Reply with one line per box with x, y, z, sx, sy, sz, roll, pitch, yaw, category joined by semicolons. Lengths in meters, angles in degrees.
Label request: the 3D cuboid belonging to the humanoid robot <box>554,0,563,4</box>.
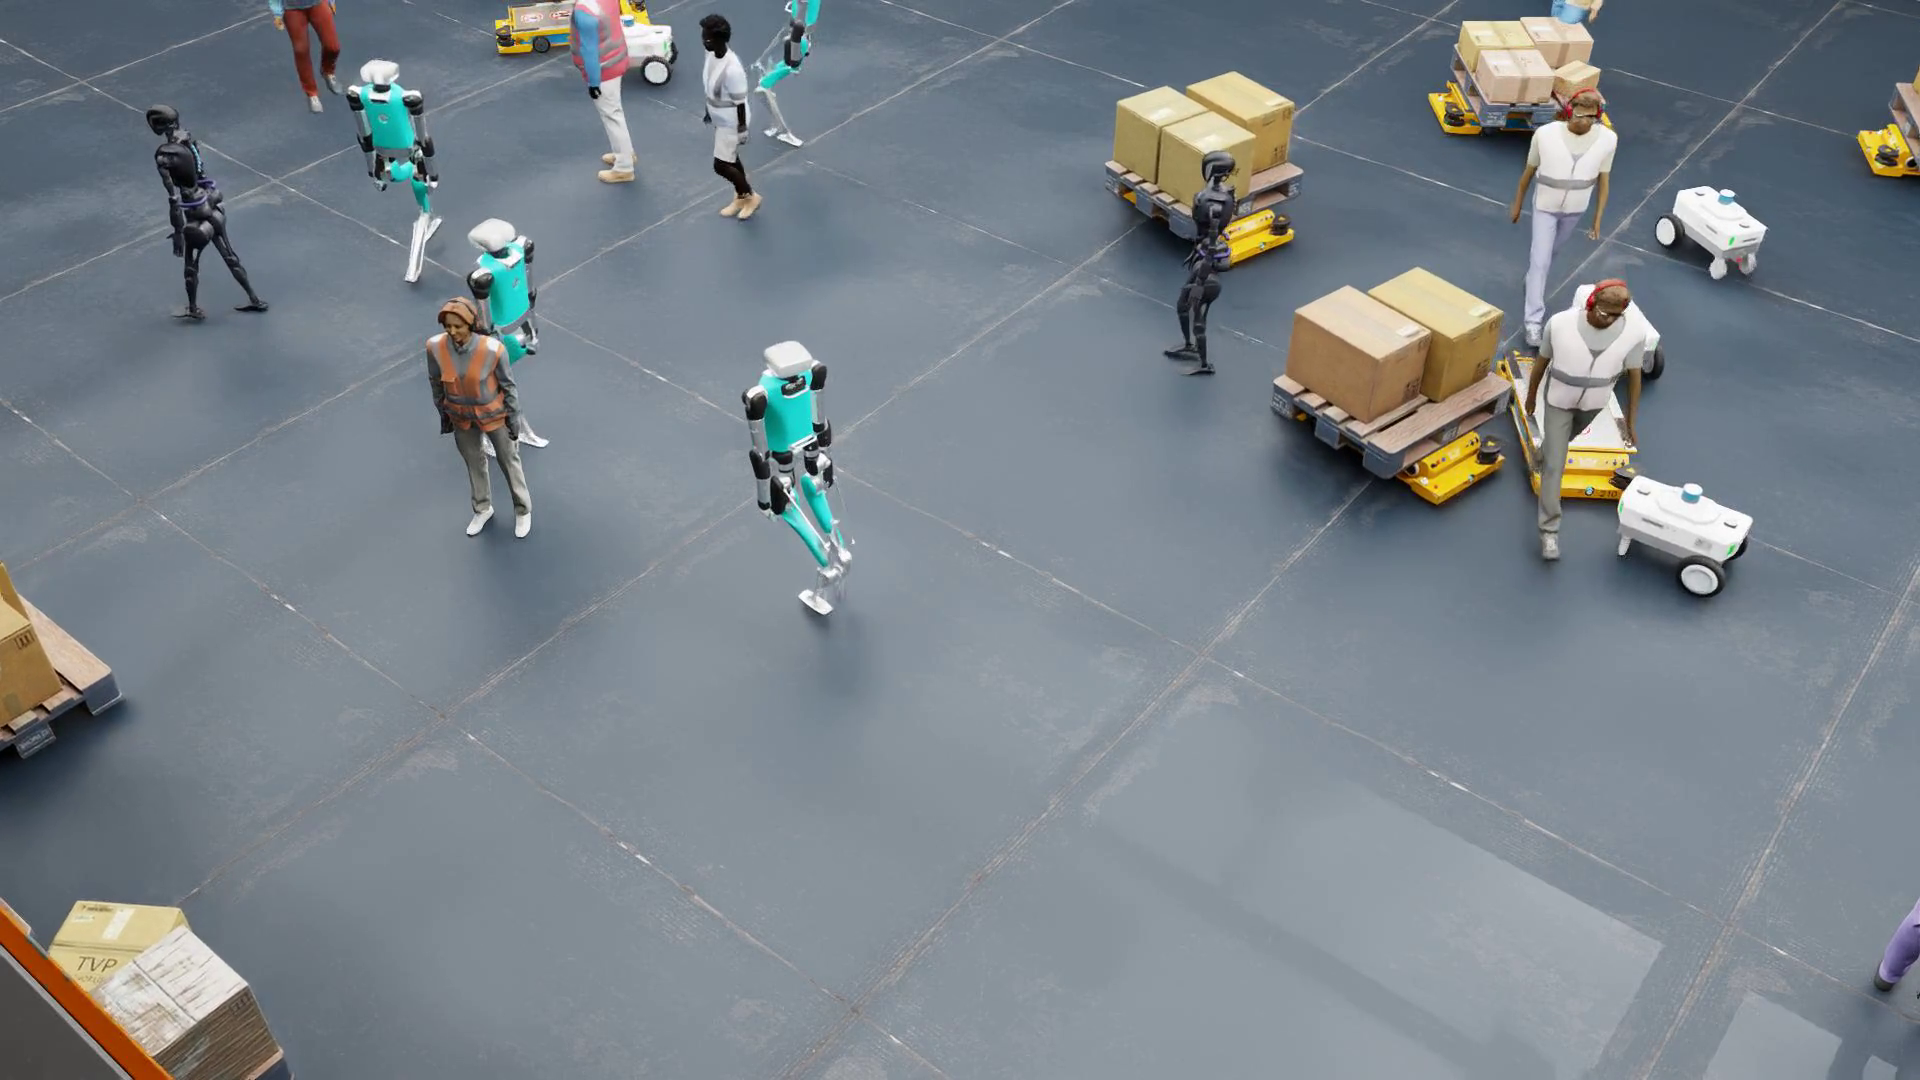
-3.795;-5.663;15.645;0.368;1.649;0.588;14;42;15;humanoid robot

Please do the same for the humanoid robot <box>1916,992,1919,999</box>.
4.230;1.923;6.744;0.526;1.645;0.586;-14;42;-16;humanoid robot

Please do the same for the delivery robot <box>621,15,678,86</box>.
-2.945;-4.457;15.114;0.796;0.612;0.499;0;40;0;delivery robot

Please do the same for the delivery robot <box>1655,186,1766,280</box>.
5.743;-2.389;12.665;0.499;0.592;0.774;-12;42;-14;delivery robot

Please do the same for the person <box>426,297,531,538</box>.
-2.843;-0.721;9.863;0.513;1.644;0.307;4;41;4;person

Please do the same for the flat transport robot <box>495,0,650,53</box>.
-3.694;-4.917;15.862;1.431;0.231;0.659;-9;41;-11;flat transport robot

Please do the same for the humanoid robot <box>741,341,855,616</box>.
-0.785;-0.186;9.241;0.543;1.890;0.716;-33;50;-32;humanoid robot

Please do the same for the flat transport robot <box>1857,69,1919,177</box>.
8.324;-3.204;13.847;1.431;0.231;0.659;7;41;8;flat transport robot

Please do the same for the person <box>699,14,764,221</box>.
-1.807;-3.226;12.784;0.376;1.683;0.536;-18;43;-20;person

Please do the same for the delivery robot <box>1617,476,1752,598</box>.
4.334;-0.062;9.940;0.778;0.607;0.524;26;47;27;delivery robot

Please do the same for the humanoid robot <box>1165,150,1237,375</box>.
1.638;-1.840;11.155;0.339;1.657;0.588;1;40;2;humanoid robot

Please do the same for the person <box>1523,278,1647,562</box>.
3.663;-0.796;9.849;0.601;1.780;1.001;2;40;2;person

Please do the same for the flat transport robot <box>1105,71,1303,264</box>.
1.922;-2.656;13.202;0.659;0.231;1.431;-24;46;-26;flat transport robot

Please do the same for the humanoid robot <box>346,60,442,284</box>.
-4.040;-2.826;12.304;0.567;1.748;1.048;2;40;2;humanoid robot

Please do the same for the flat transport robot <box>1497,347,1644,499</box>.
4.017;-0.785;11.001;0.659;0.231;1.431;3;40;3;flat transport robot

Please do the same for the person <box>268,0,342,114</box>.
-5.632;-4.597;14.256;0.573;1.861;0.465;-21;45;-23;person

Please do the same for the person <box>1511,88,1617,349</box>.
4.191;-2.311;11.622;0.570;1.792;0.979;1;40;2;person

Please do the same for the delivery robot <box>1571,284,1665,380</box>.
4.553;-1.441;11.562;0.510;0.607;0.778;-6;41;-7;delivery robot

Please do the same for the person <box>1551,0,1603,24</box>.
5.302;-4.730;14.542;0.600;1.686;0.590;-12;42;-14;person

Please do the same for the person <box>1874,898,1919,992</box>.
4.451;1.421;7.195;0.389;1.837;0.562;-27;47;-28;person

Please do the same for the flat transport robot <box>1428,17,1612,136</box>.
4.884;-3.773;14.516;1.431;0.231;0.659;0;40;0;flat transport robot

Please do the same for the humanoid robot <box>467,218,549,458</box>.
-2.975;-1.253;10.405;0.805;1.749;0.540;17;43;19;humanoid robot

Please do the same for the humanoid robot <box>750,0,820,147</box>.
-1.486;-4.045;13.722;0.822;1.798;0.577;3;40;4;humanoid robot

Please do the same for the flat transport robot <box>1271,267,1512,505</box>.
2.813;-0.768;10.982;0.659;0.231;1.431;-27;47;-28;flat transport robot

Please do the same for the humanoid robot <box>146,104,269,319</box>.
-5.434;-2.309;11.715;0.657;1.637;0.585;1;40;1;humanoid robot

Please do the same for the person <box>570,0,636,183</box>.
-2.865;-3.772;13.319;0.437;1.828;0.629;4;41;5;person
